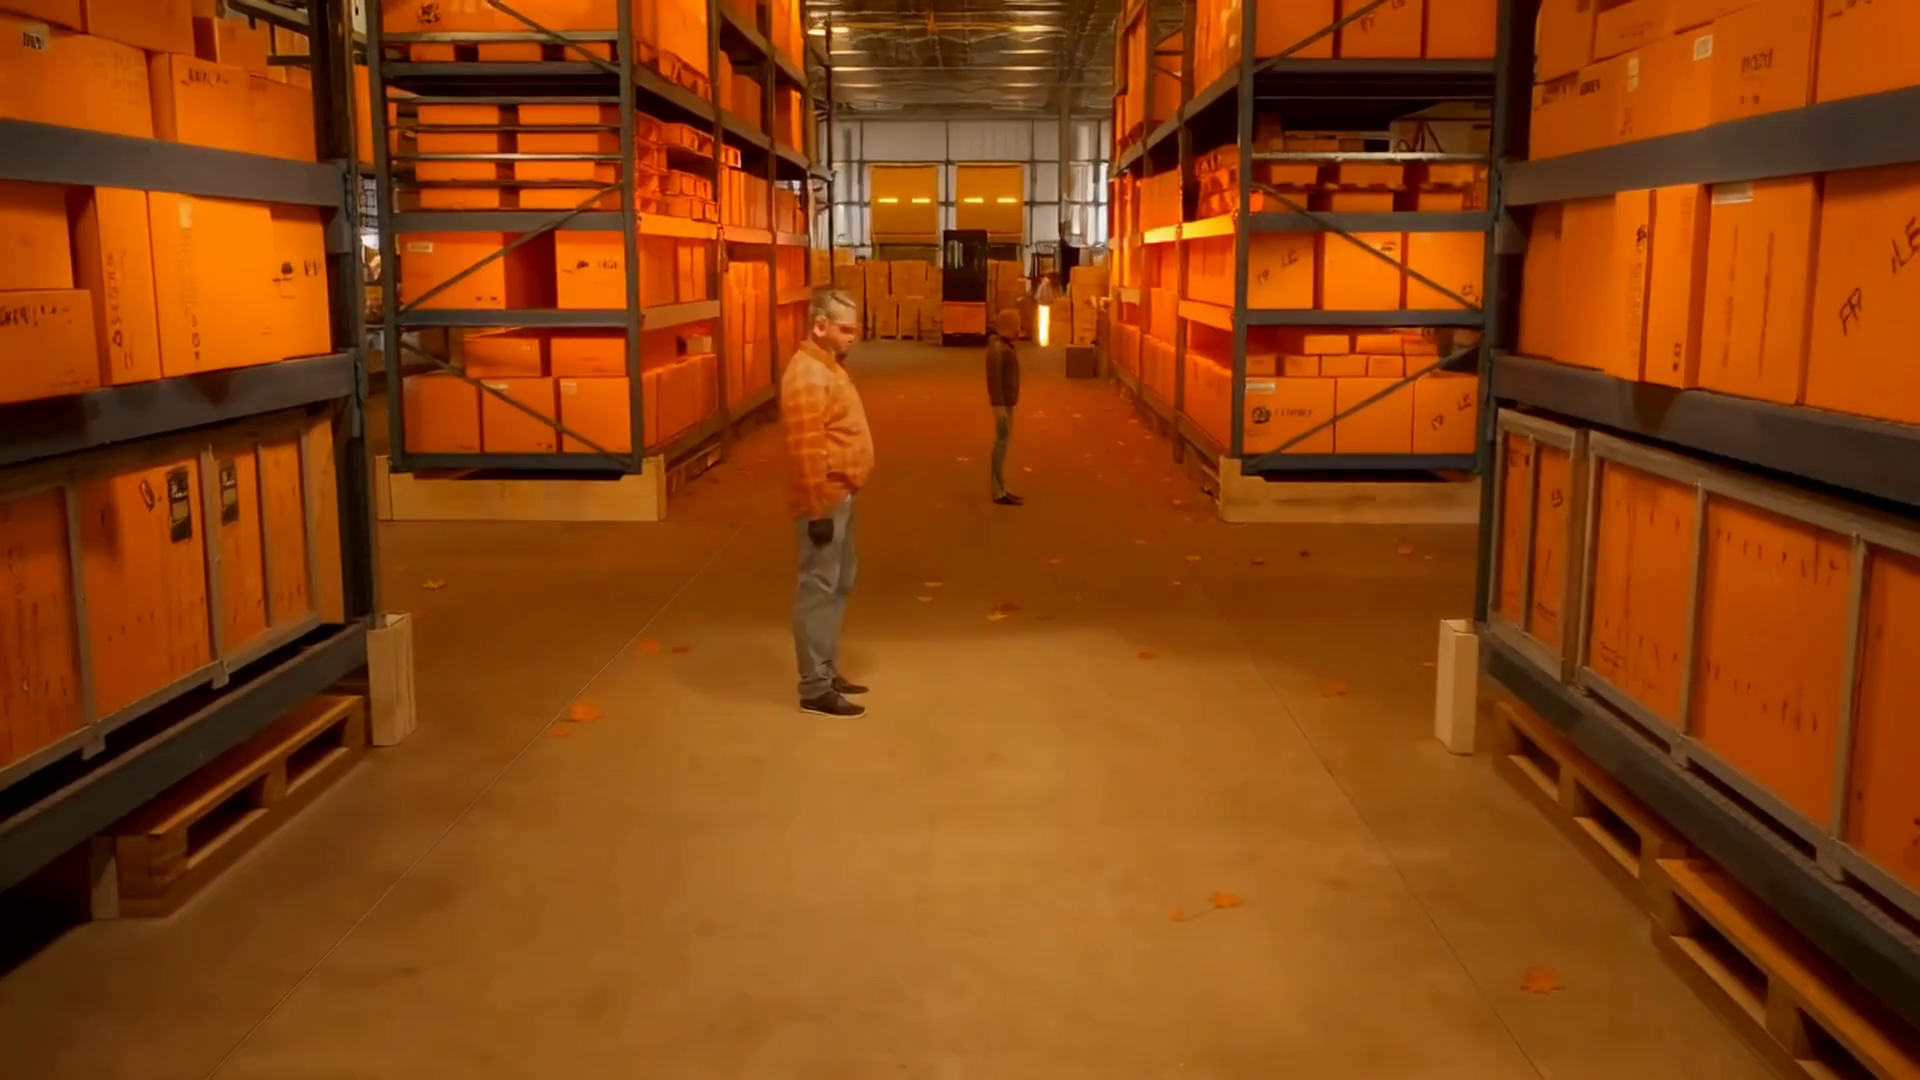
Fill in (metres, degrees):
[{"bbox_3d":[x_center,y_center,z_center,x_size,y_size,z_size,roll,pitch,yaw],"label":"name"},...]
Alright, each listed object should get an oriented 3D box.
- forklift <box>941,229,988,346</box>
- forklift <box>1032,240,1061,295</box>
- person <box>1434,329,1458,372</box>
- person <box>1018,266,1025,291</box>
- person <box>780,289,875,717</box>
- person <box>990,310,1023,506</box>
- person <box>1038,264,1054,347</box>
[{"bbox_3d":[0.124,-6.117,40.203,1.129,2.768,1.873,0,9,1],"label":"forklift"},{"bbox_3d":[3.172,-9.648,61.356,1.129,2.768,1.873,0,9,1],"label":"forklift"},{"bbox_3d":[7.393,-3.134,25.247,0.409,1.909,0.640,0,9,1],"label":"person"},{"bbox_3d":[2.385,-9.704,64.660,0.356,1.887,0.573,0,9,1],"label":"person"},{"bbox_3d":[-0.584,-0.168,7.503,0.403,1.904,0.648,0,9,1],"label":"person"},{"bbox_3d":[0.388,-1.101,13.887,0.284,1.633,0.497,0,9,1],"label":"person"},{"bbox_3d":[2.065,-5.643,40.014,0.377,1.995,0.608,0,9,1],"label":"person"}]
